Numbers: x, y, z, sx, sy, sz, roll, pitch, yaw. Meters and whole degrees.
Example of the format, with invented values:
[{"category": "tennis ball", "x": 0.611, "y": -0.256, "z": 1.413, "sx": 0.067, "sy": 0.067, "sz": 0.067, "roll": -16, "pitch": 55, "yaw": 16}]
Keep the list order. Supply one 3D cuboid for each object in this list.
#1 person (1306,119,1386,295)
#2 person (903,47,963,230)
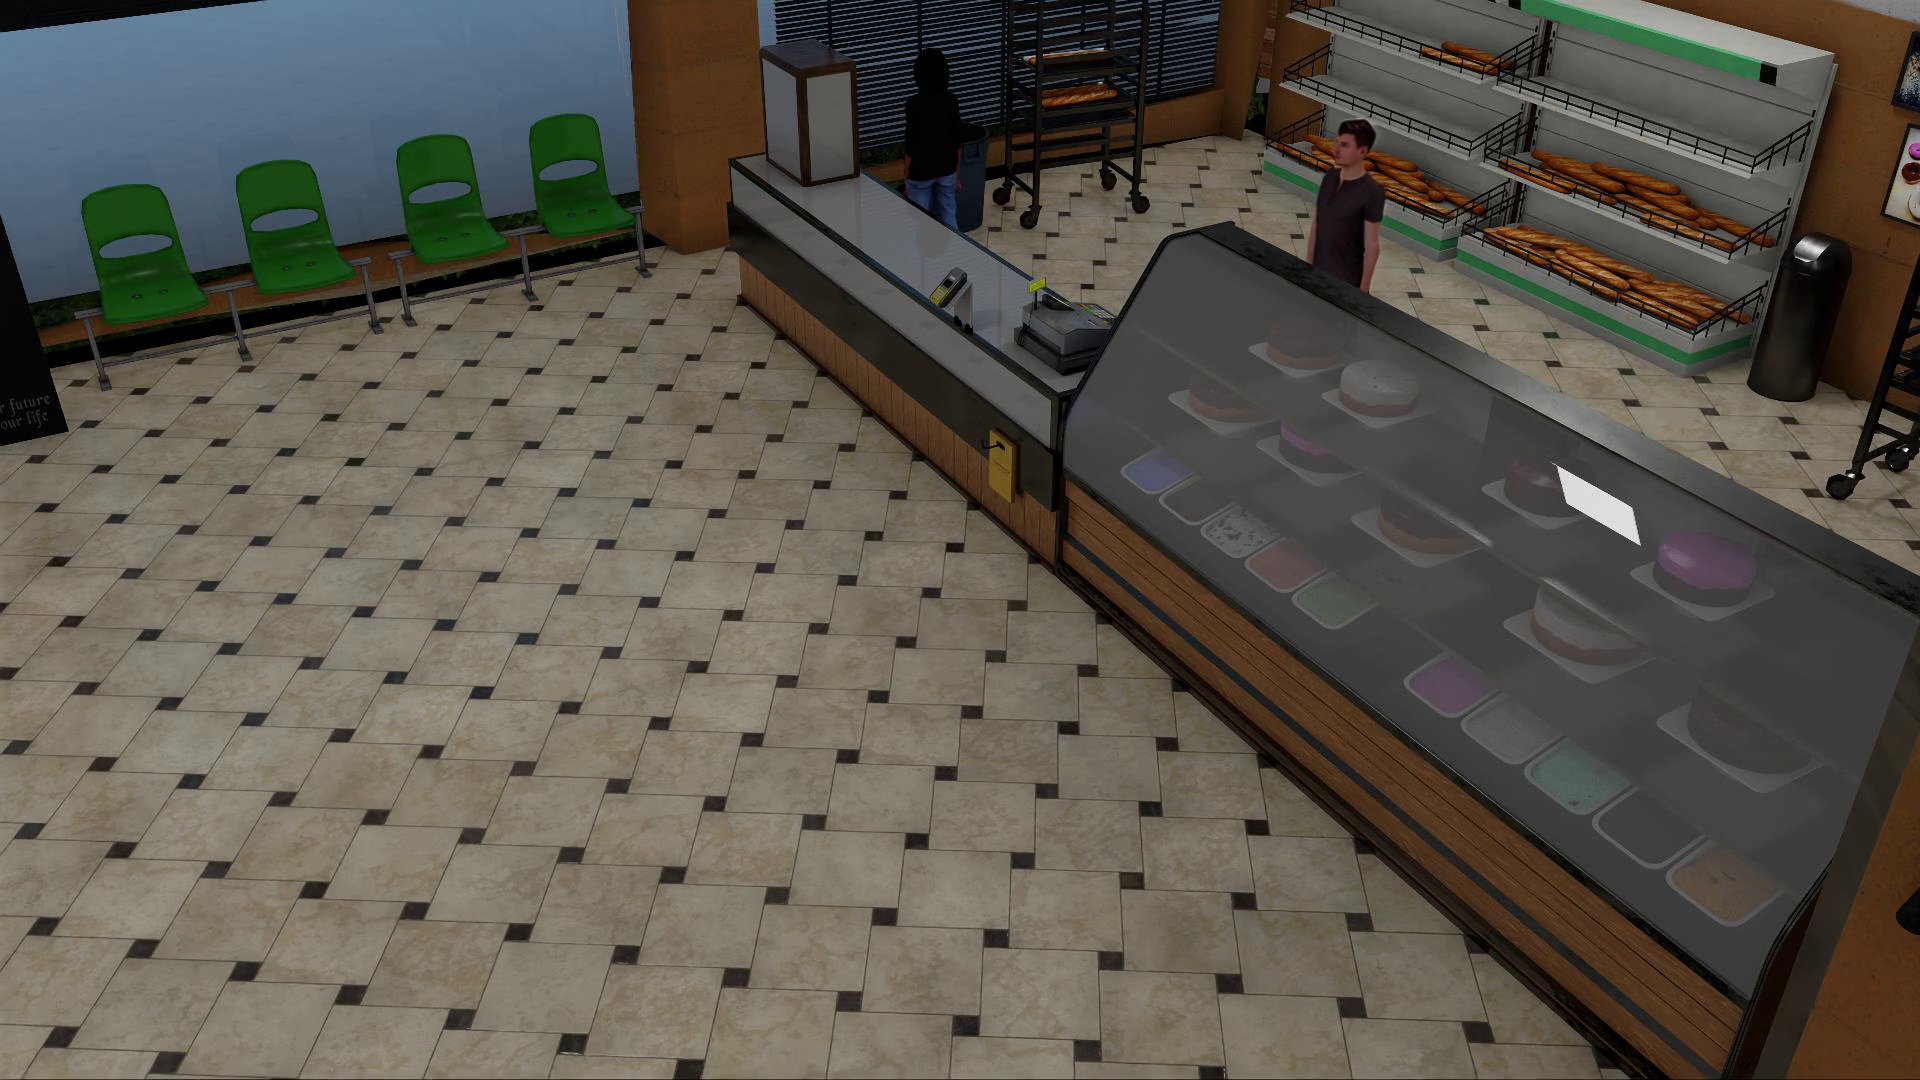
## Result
[{"category": "person", "x": 2.131, "y": -1.448, "z": 9.320, "sx": 0.514, "sy": 1.850, "sz": 0.645, "roll": -17, "pitch": 36, "yaw": -25}, {"category": "person", "x": -0.188, "y": -2.399, "z": 10.990, "sx": 0.507, "sy": 1.702, "sz": 0.653, "roll": -12, "pitch": 34, "yaw": -19}]
